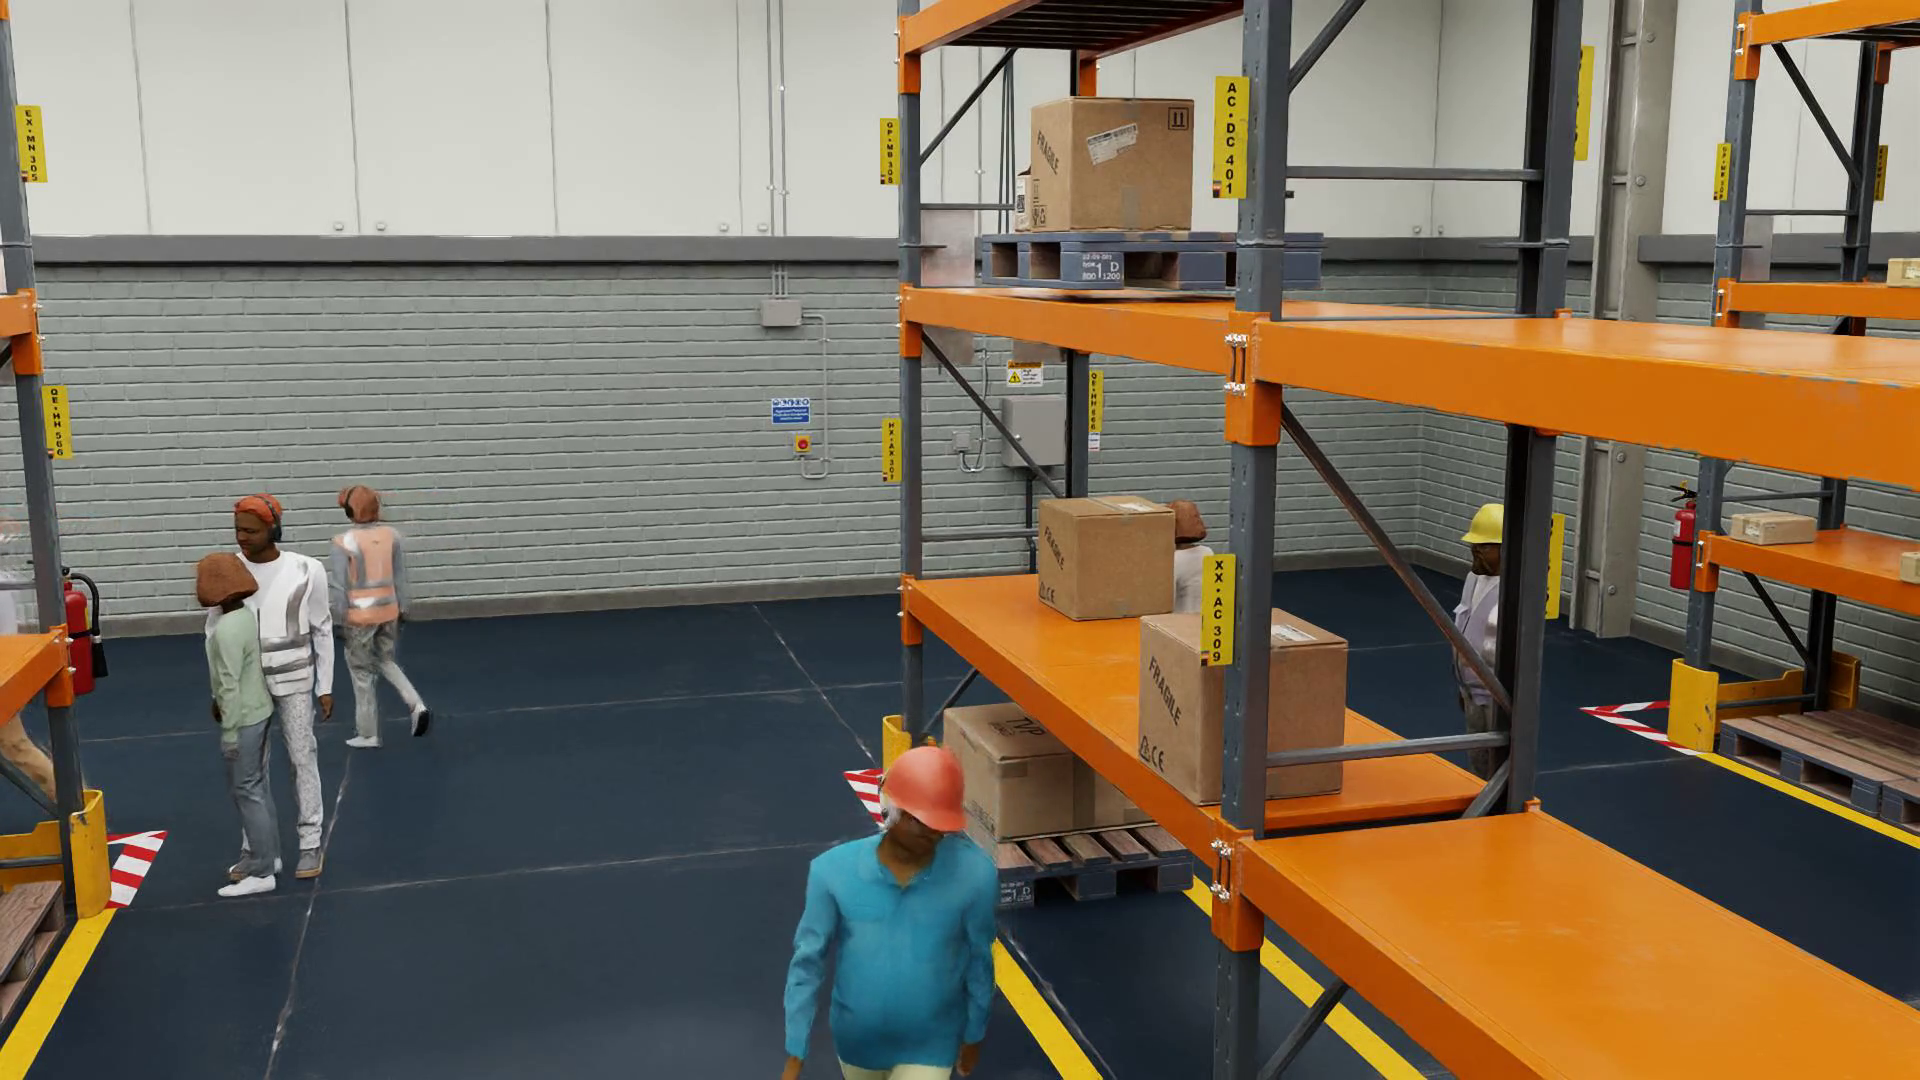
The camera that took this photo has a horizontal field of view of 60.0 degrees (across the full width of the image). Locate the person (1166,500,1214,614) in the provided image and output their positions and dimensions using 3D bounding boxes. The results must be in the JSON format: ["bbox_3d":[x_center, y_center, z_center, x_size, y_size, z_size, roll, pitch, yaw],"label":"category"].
[{"bbox_3d":[1.247,0.584,9.405,0.284,1.633,0.497,9,13,41],"label":"person"}]

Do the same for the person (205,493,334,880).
[{"bbox_3d":[-3.308,0.706,7.999,0.578,1.881,0.346,-1,10,-5],"label":"person"}]

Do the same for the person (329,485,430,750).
[{"bbox_3d":[-3.516,0.481,10.024,0.459,1.627,0.526,5,11,28],"label":"person"}]

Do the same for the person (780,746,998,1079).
[{"bbox_3d":[-0.182,1.384,4.704,0.576,1.691,0.910,1,10,5],"label":"person"}]

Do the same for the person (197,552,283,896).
[{"bbox_3d":[-3.394,0.861,7.856,0.288,1.624,0.515,-2,10,-11],"label":"person"}]
